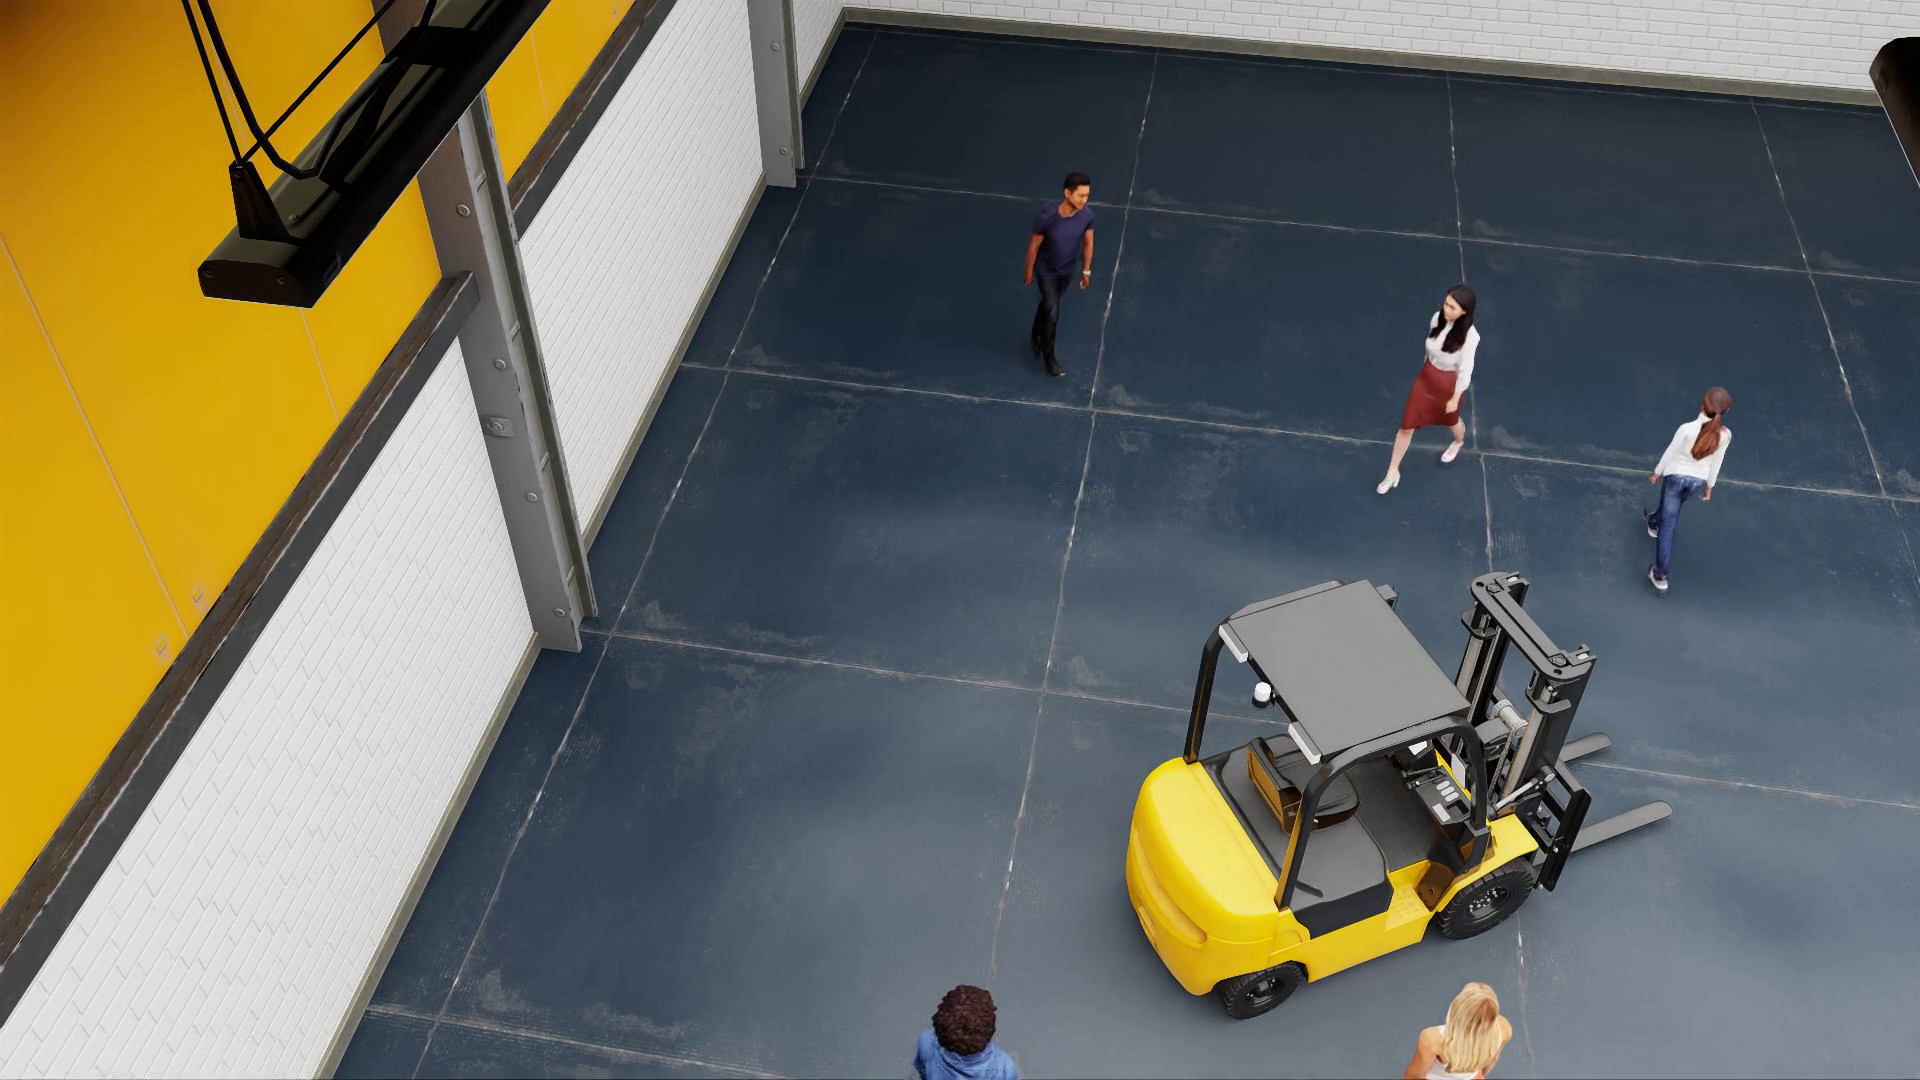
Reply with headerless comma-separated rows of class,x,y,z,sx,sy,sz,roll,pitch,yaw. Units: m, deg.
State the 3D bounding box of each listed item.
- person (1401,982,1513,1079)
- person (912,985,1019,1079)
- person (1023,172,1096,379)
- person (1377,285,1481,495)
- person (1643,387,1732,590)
person,2.332,2.676,8.013,0.700,1.803,0.691,-7,44,-7
person,-0.008,2.787,7.911,0.731,1.782,1.027,11,45,11
person,0.711,-2.166,13.136,0.936,1.747,1.029,-10,44,-10
person,3.540,-1.107,12.051,1.118,1.709,1.063,-25,49,-24
person,4.963,-0.343,11.391,0.592,1.513,1.074,4,44,4
